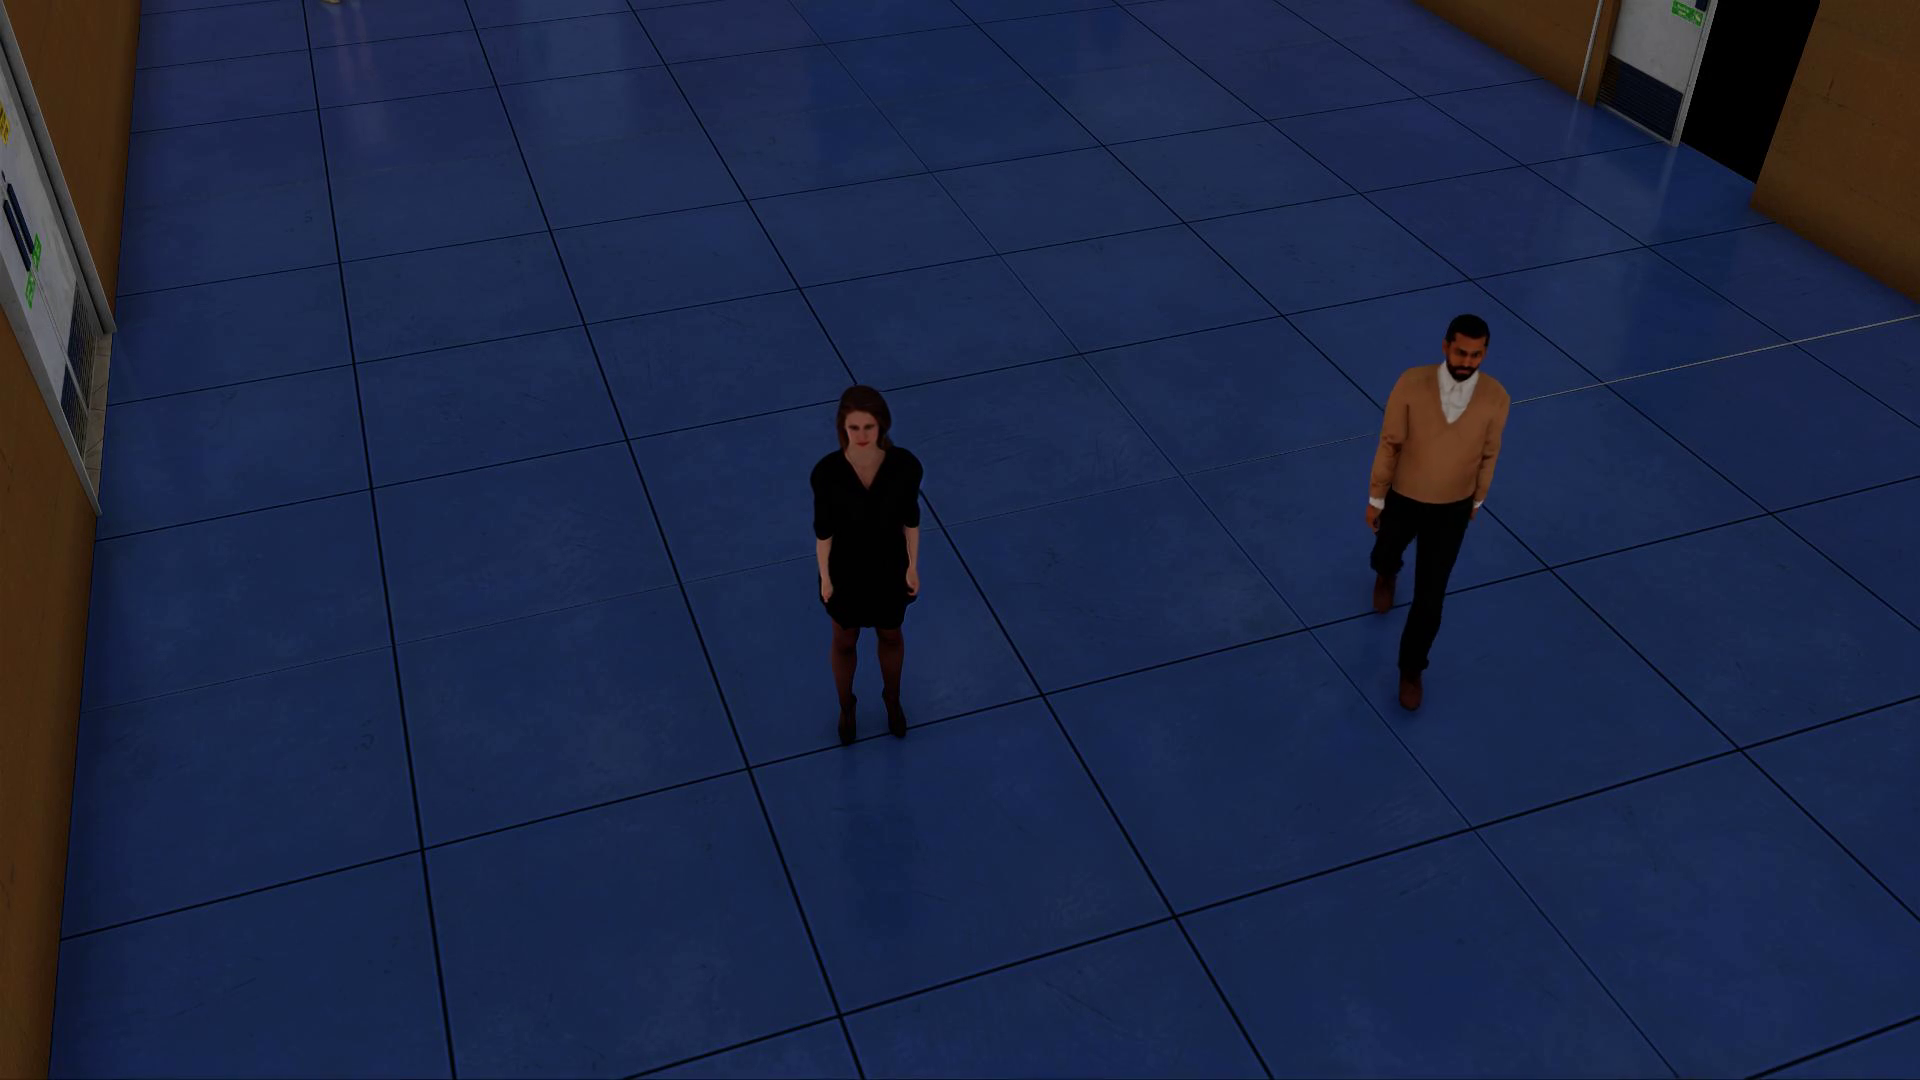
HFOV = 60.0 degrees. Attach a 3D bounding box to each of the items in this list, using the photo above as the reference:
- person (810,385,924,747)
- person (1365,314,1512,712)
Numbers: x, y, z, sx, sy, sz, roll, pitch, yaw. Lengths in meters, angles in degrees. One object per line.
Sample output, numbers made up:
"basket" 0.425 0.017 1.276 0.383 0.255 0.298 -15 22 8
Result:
"person" -0.373 0.119 6.670 0.482 1.707 0.676 -6 37 -9
"person" 1.980 -0.216 7.112 1.174 1.730 1.144 10 38 13
